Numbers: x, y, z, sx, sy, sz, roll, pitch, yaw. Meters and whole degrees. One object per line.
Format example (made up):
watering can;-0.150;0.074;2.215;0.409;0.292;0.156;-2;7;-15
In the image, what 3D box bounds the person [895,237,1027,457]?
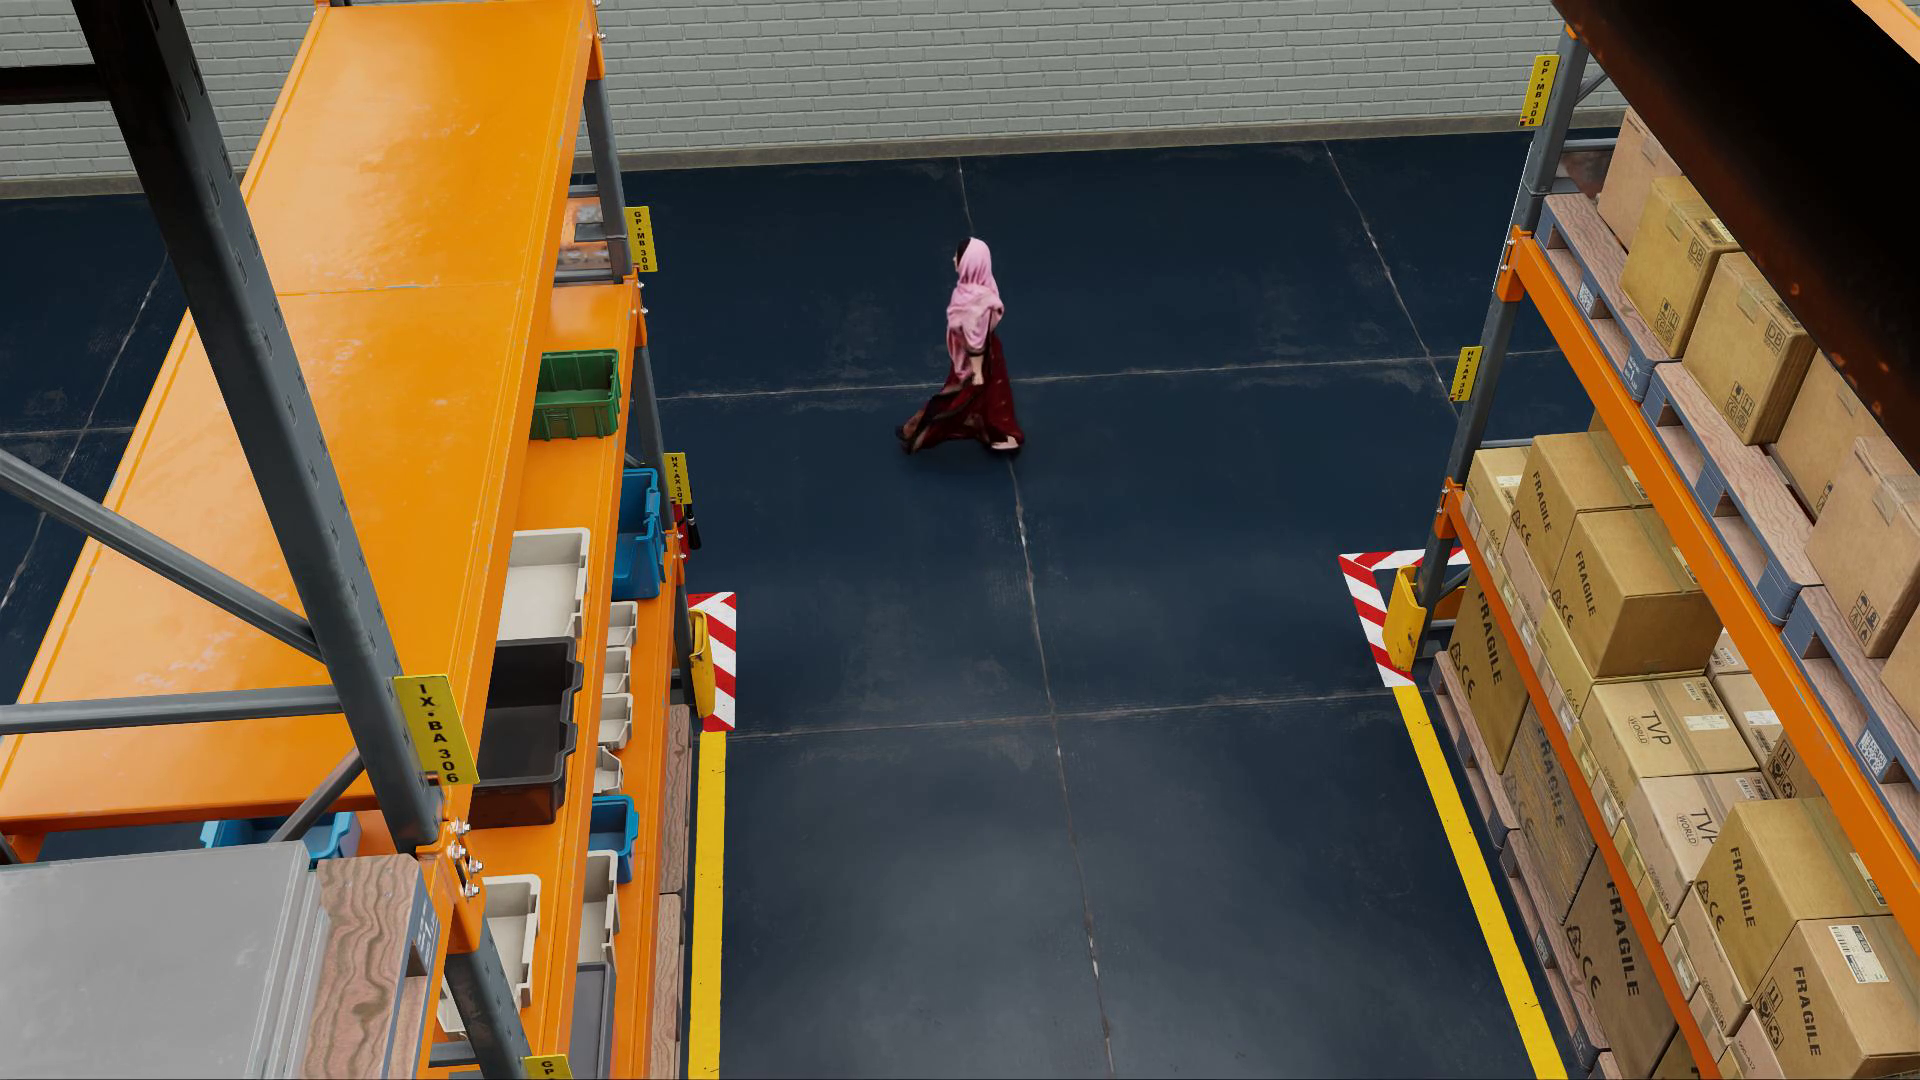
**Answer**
person;0.175;-1.120;10.135;0.874;1.594;1.063;7;44;8
